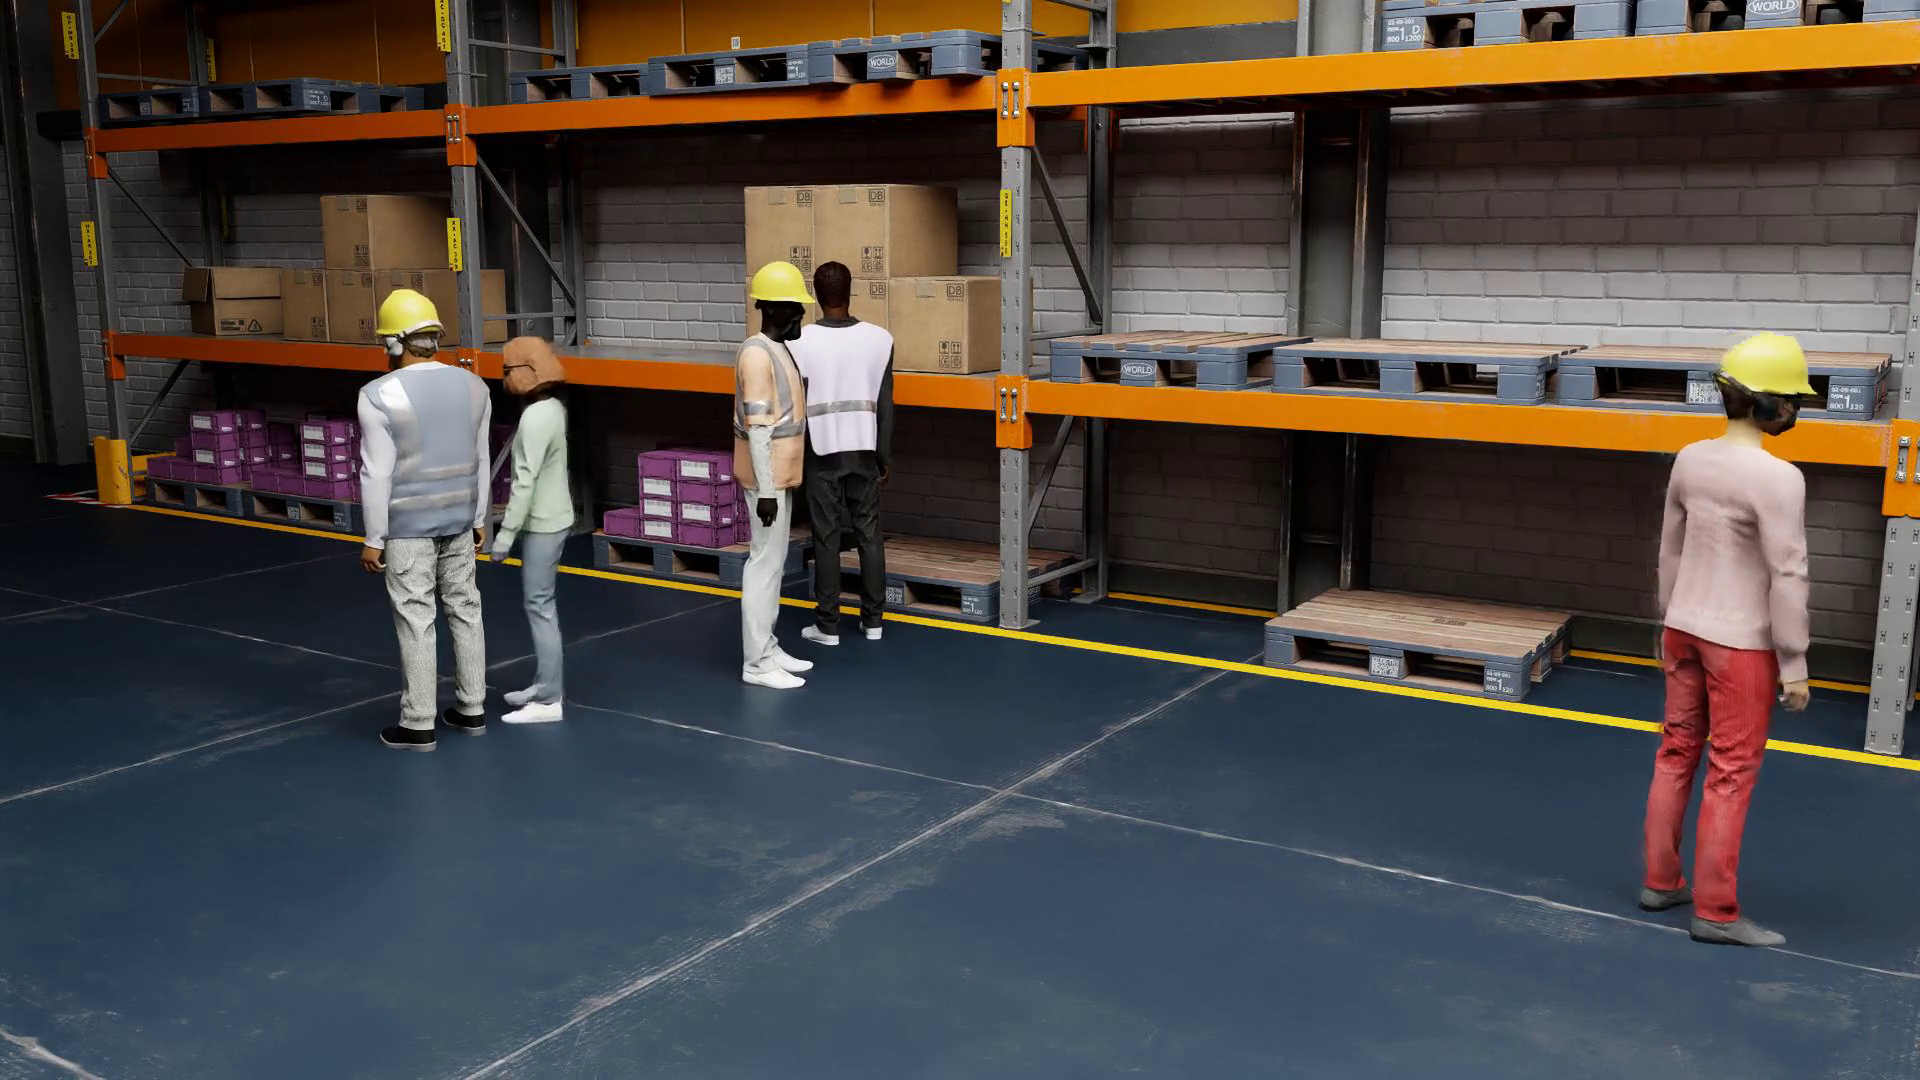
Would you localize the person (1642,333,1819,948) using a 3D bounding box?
[{"bbox_3d":[2.237,0.292,4.818,0.335,1.762,0.553,-2,10,-13],"label":"person"}]

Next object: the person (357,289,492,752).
[{"bbox_3d":[-2.136,-0.076,6.630,0.404,1.832,0.589,7,12,34],"label":"person"}]

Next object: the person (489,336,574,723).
[{"bbox_3d":[-1.790,-0.035,6.977,0.337,1.628,0.519,-2,10,-8],"label":"person"}]

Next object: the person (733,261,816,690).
[{"bbox_3d":[-0.832,-0.295,7.580,0.384,1.925,0.593,0,10,2],"label":"person"}]

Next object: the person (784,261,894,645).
[{"bbox_3d":[-0.602,-0.424,8.329,0.589,1.915,0.399,-5,11,-24],"label":"person"}]
